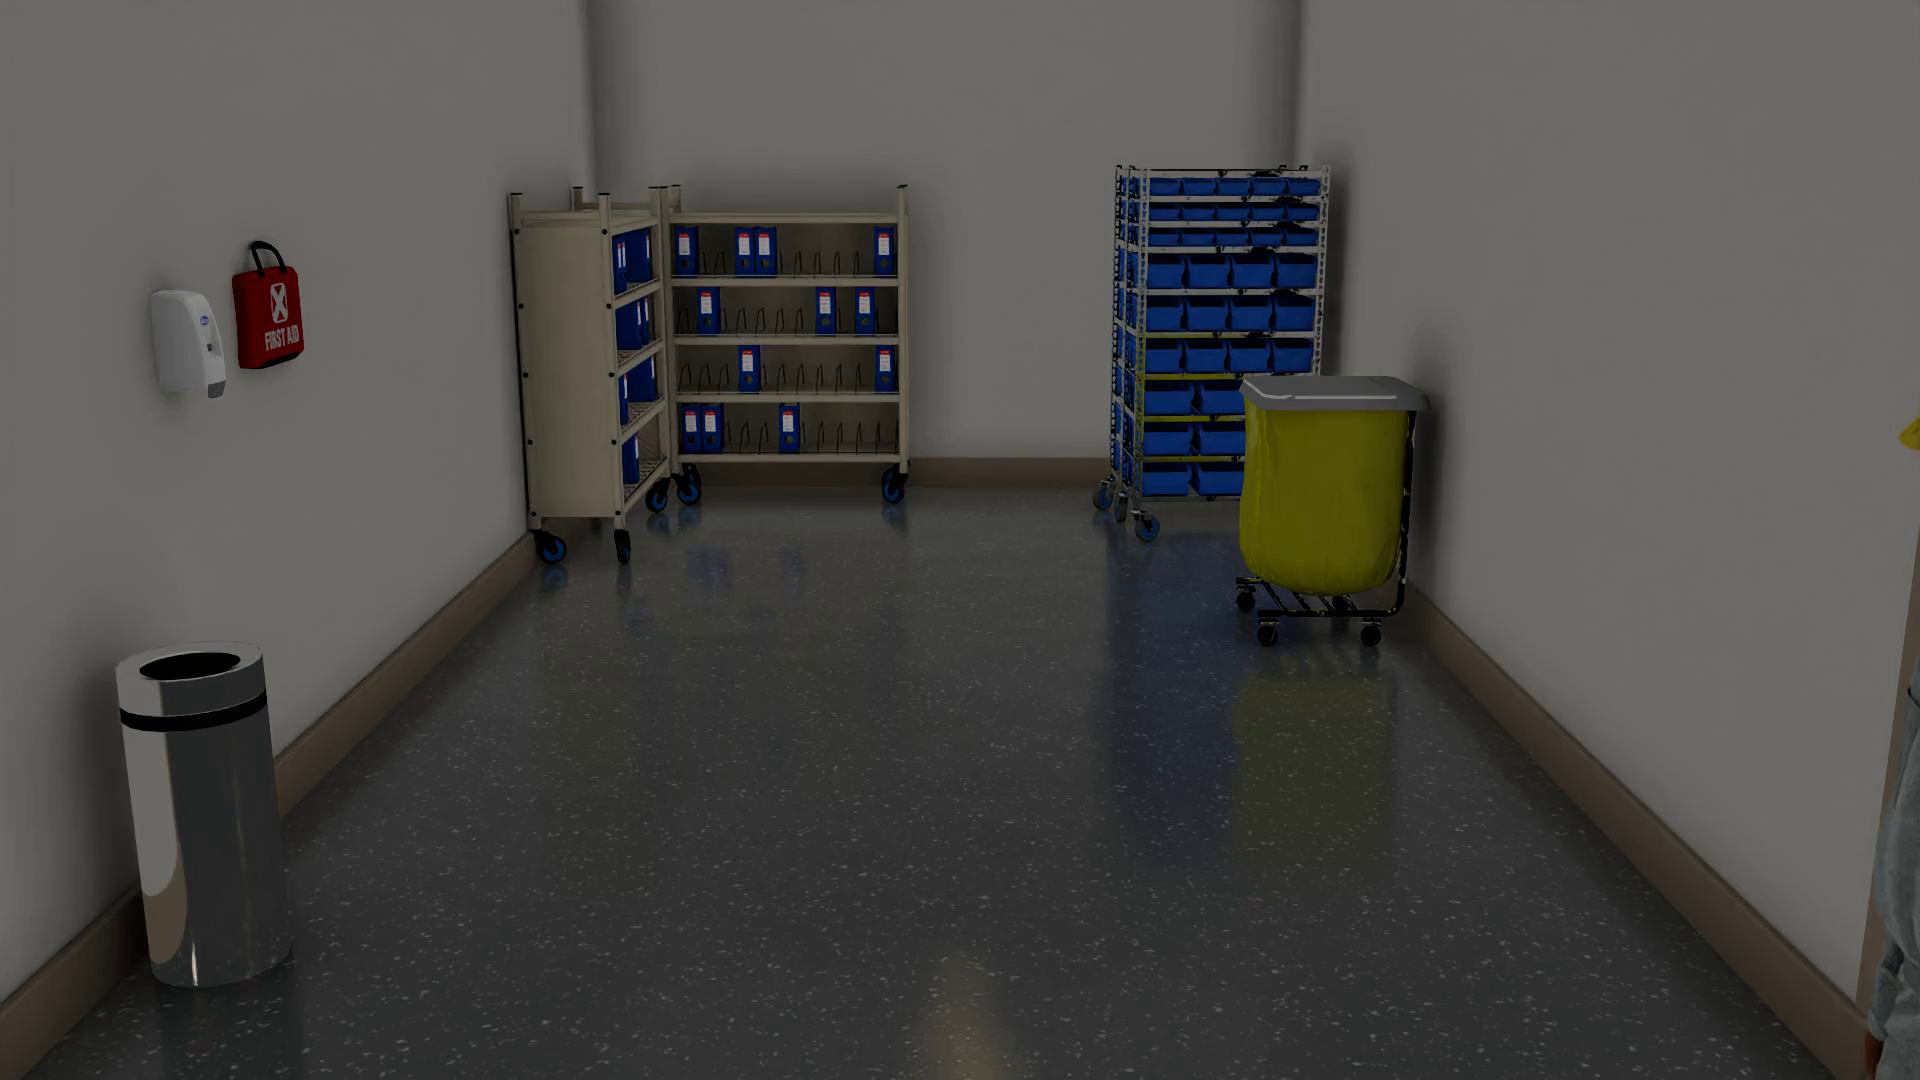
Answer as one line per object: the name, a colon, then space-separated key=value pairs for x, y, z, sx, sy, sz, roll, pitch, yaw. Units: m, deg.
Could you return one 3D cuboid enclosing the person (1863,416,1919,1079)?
person: x=1.083 y=0.585 z=1.748 sx=0.328 sy=1.732 sz=0.487 roll=0 pitch=13 yaw=1
